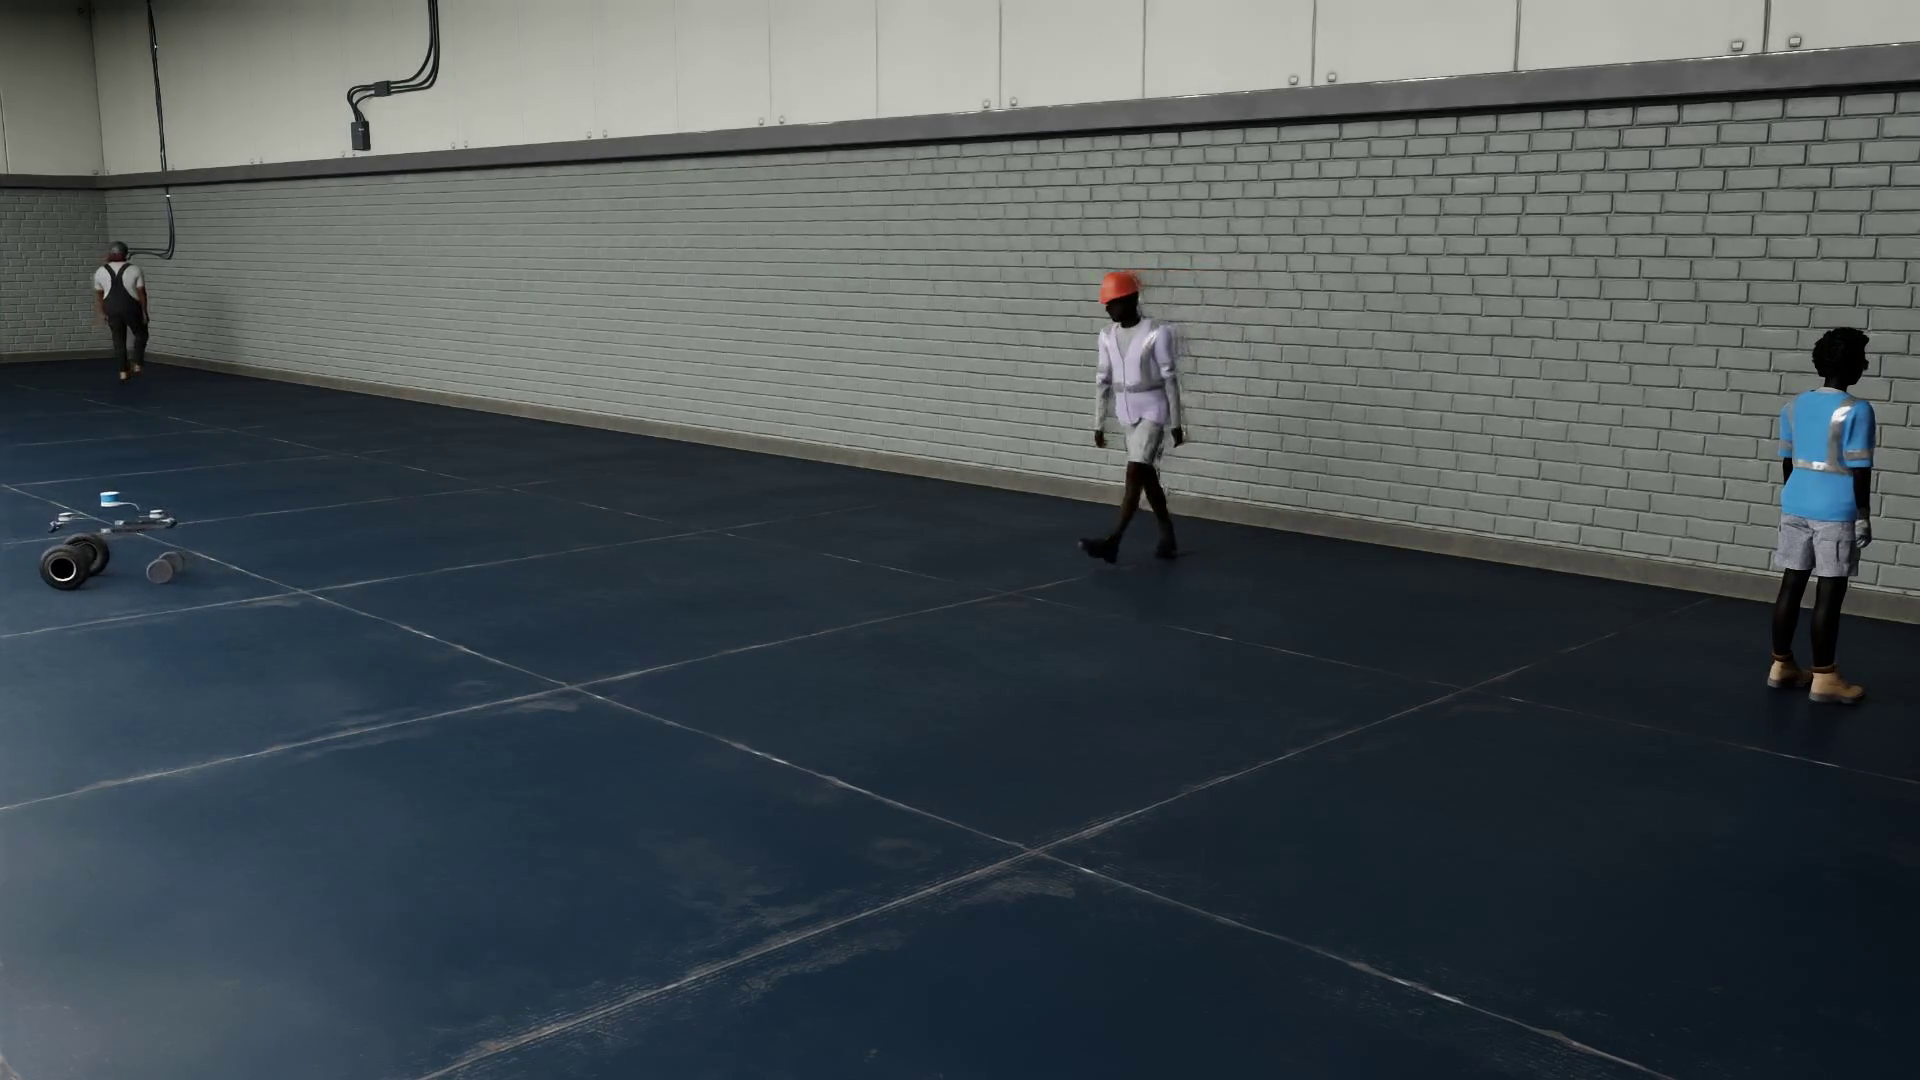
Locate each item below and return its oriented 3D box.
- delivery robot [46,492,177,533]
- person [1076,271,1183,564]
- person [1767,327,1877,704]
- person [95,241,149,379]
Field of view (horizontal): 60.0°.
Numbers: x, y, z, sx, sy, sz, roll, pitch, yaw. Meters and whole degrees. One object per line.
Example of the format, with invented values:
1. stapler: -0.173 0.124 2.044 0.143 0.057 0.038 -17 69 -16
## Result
1. delivery robot: -5.209 -0.178 10.207 0.698 0.223 0.335 -2 11 -12
2. person: 1.114 -0.787 10.760 0.951 1.872 0.562 -10 14 -43
3. person: 3.963 -0.120 7.619 0.319 1.697 0.533 -3 11 -14
4. person: -12.367 -3.391 24.634 0.704 2.000 0.562 -2 11 -9
